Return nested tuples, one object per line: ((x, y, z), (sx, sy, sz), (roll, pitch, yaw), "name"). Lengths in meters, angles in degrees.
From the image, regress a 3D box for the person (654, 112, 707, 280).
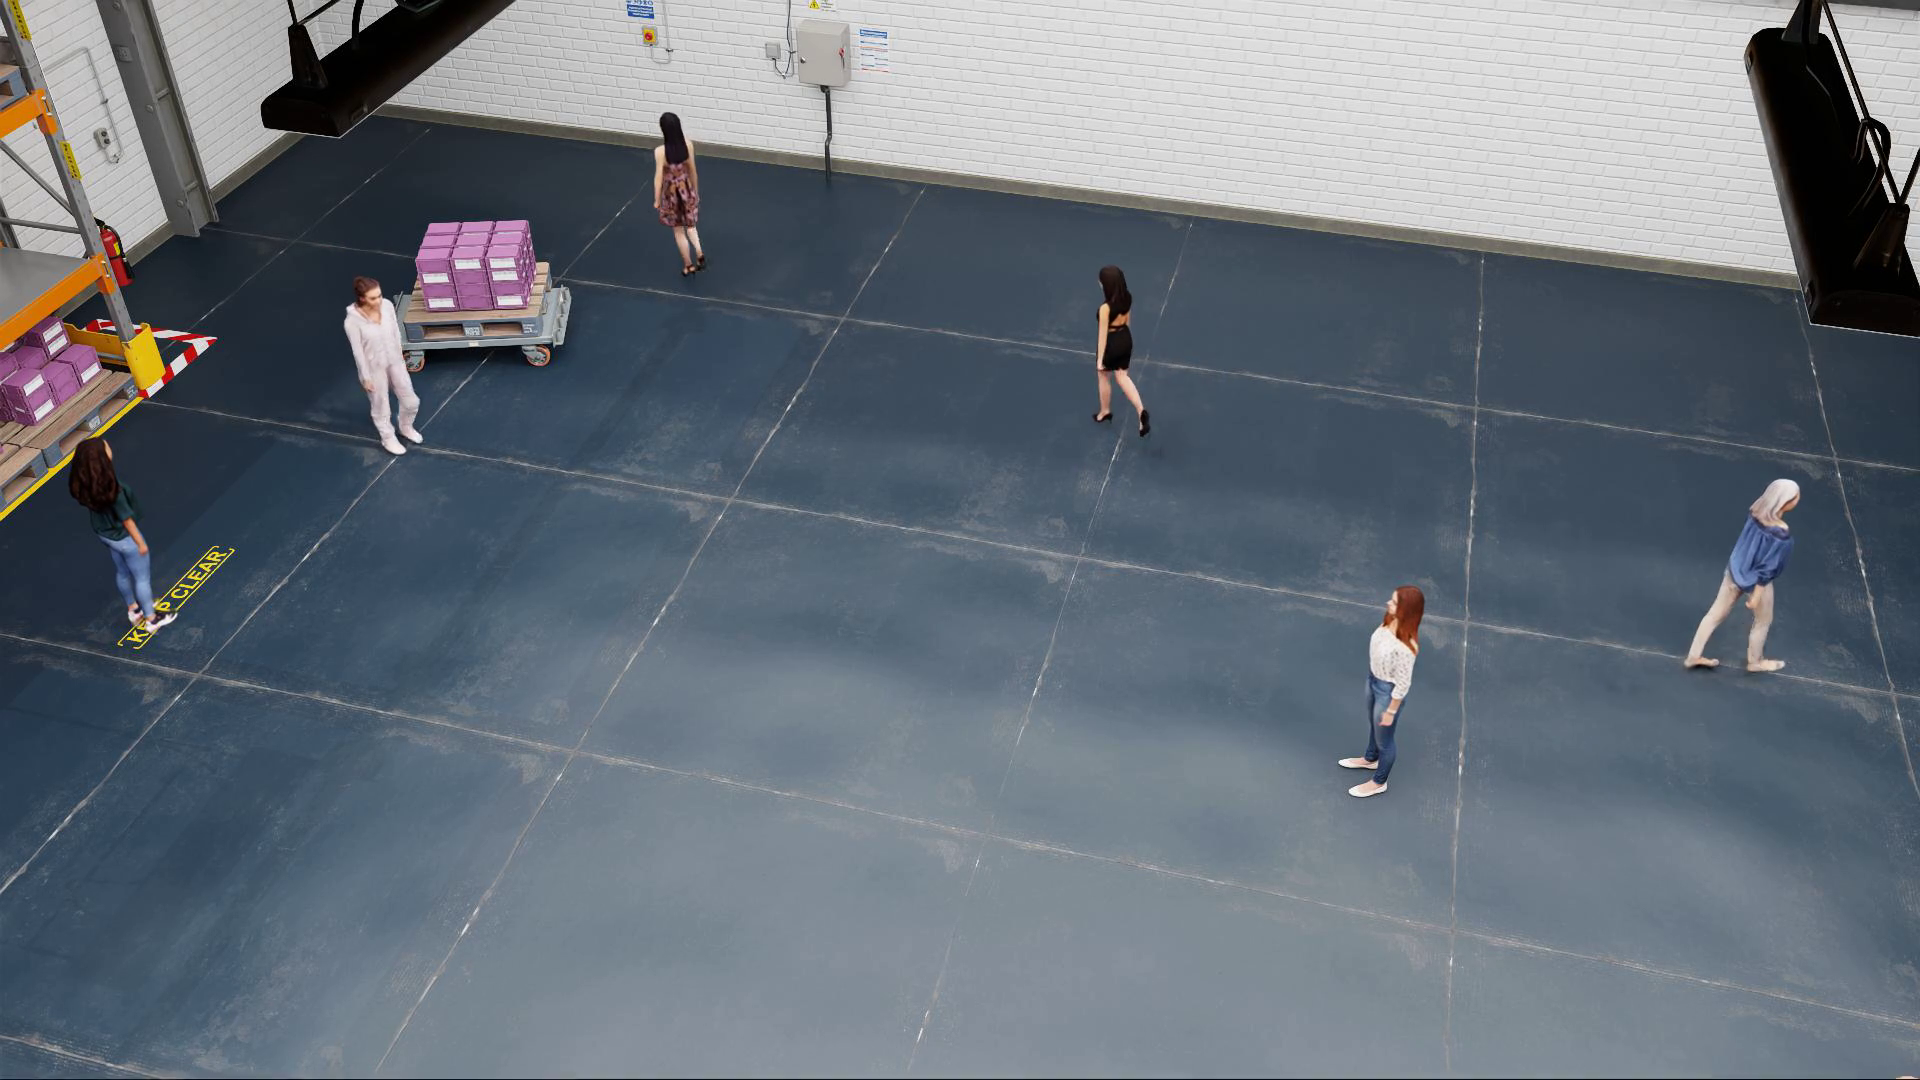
((-2.680, -3.277, 16.097), (0.850, 1.764, 0.804), (32, 48, 33), "person")

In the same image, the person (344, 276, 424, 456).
((-4.903, -1.487, 13.927), (0.800, 1.675, 0.694), (30, 48, 32), "person")

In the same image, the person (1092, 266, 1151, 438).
((1.374, -1.568, 14.068), (0.959, 1.624, 0.936), (-29, 47, -31), "person")

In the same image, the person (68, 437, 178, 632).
((-6.149, -0.041, 12.166), (0.656, 1.611, 0.671), (21, 43, 25), "person")

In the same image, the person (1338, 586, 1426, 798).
((2.786, 0.969, 10.809), (0.684, 1.728, 0.531), (0, 39, -1), "person")

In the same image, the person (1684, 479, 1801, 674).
((5.470, 0.289, 11.705), (0.892, 1.672, 0.953), (-4, 39, -5), "person")
